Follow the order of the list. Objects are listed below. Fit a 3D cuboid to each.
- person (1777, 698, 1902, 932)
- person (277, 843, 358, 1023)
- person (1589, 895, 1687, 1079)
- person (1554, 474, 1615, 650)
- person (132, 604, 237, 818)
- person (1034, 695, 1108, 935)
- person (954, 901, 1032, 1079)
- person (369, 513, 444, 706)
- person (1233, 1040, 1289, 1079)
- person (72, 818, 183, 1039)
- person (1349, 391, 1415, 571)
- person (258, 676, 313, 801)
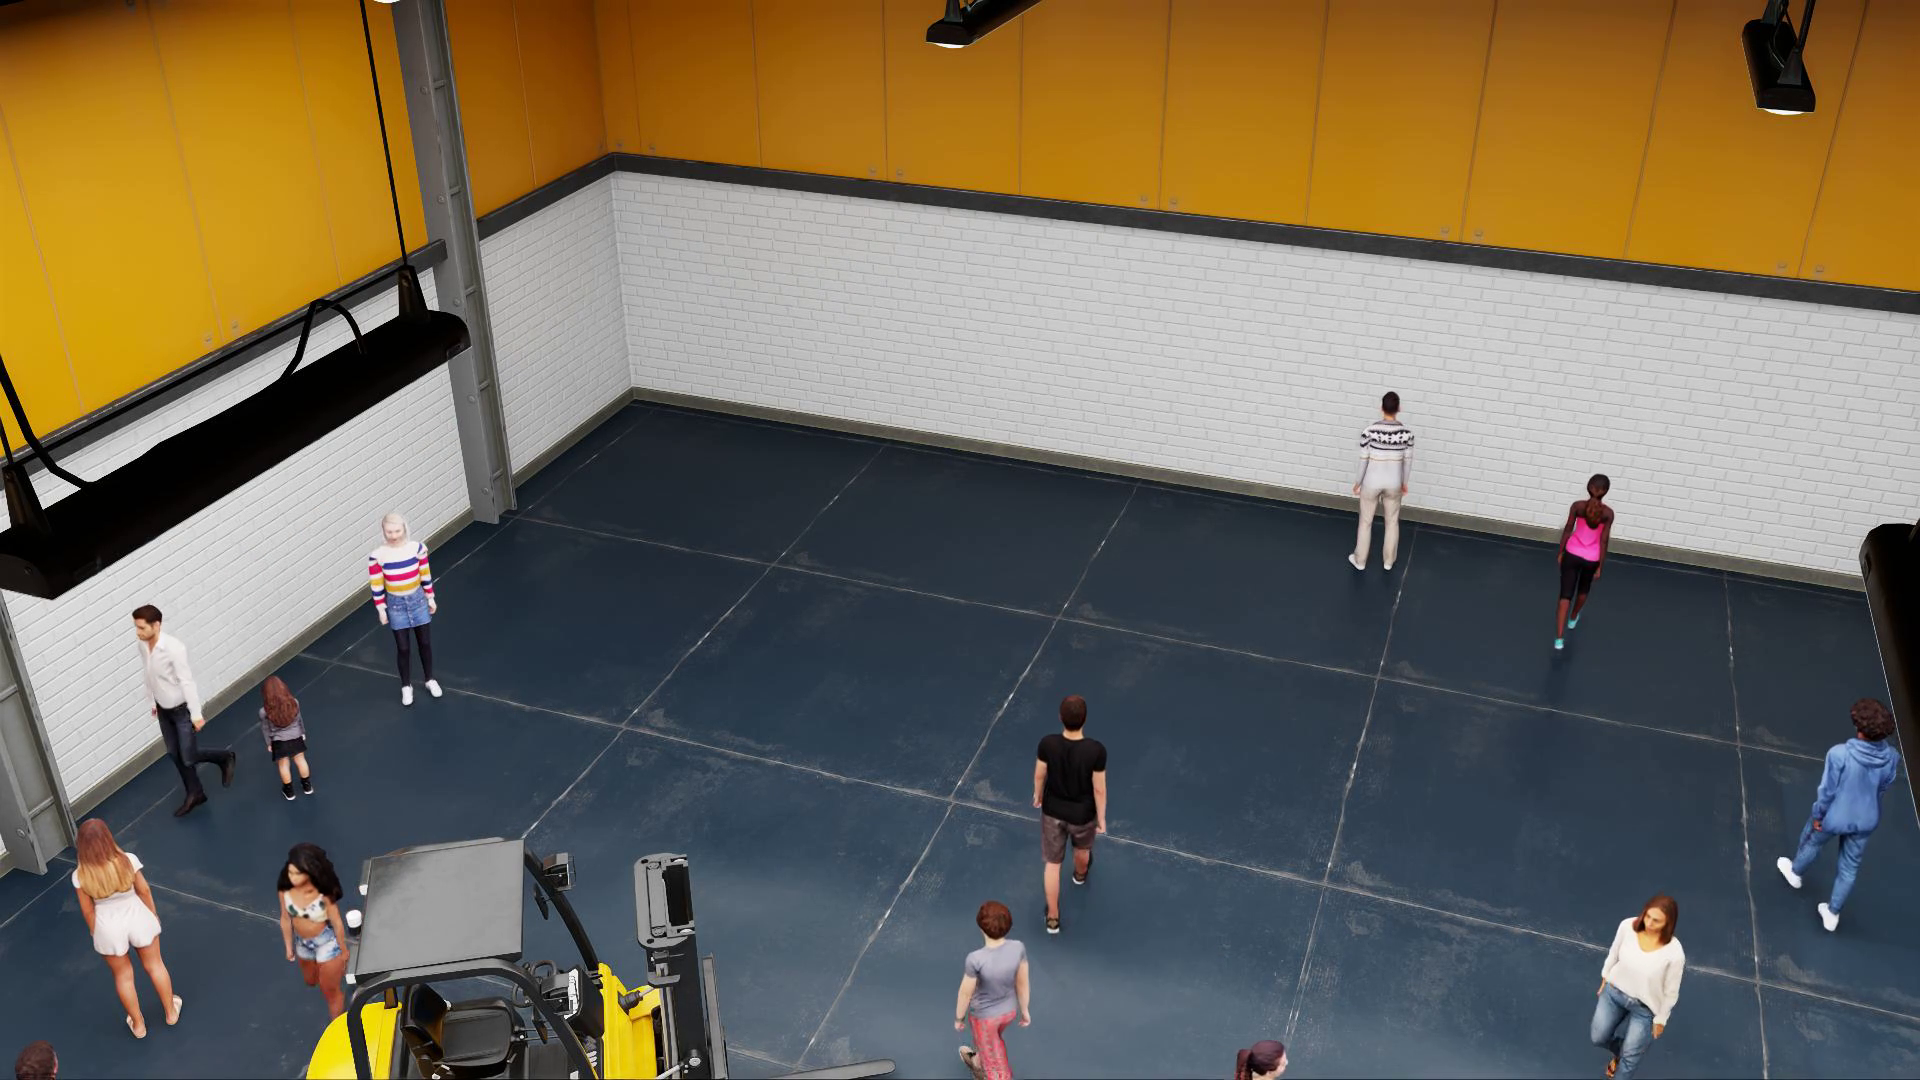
[{"bbox_3d":[6.280,1.974,11.711,0.800,1.783,1.012,5,29,9],"label":"person"},{"bbox_3d":[-4.112,2.587,10.770,0.624,1.609,0.905,6,29,11],"label":"person"},{"bbox_3d":[4.215,2.816,10.280,0.826,1.675,0.776,-21,35,-33],"label":"person"},{"bbox_3d":[5.593,0.222,15.024,0.628,1.687,1.120,12,31,22],"label":"person"},{"bbox_3d":[-6.010,1.268,12.931,0.716,1.855,0.831,13,31,23],"label":"person"},{"bbox_3d":[0.737,1.955,11.706,0.826,1.821,1.145,5,29,9],"label":"person"},{"bbox_3d":[0.234,2.956,10.096,1.100,1.606,1.139,-13,31,-23],"label":"person"},{"bbox_3d":[-4.741,0.564,14.270,0.686,1.808,0.763,-14,32,-24],"label":"person"},{"bbox_3d":[1.552,3.429,9.265,1.001,1.571,1.063,-6,29,-11],"label":"person"},{"bbox_3d":[-5.439,2.513,10.813,0.662,1.696,0.731,-15,32,-26],"label":"person"},{"bbox_3d":[4.131,-0.566,16.289,0.747,1.859,0.673,1,29,1],"label":"person"},{"bbox_3d":[-5.354,1.553,13.188,0.495,1.107,0.588,-23,36,-35],"label":"person"}]
